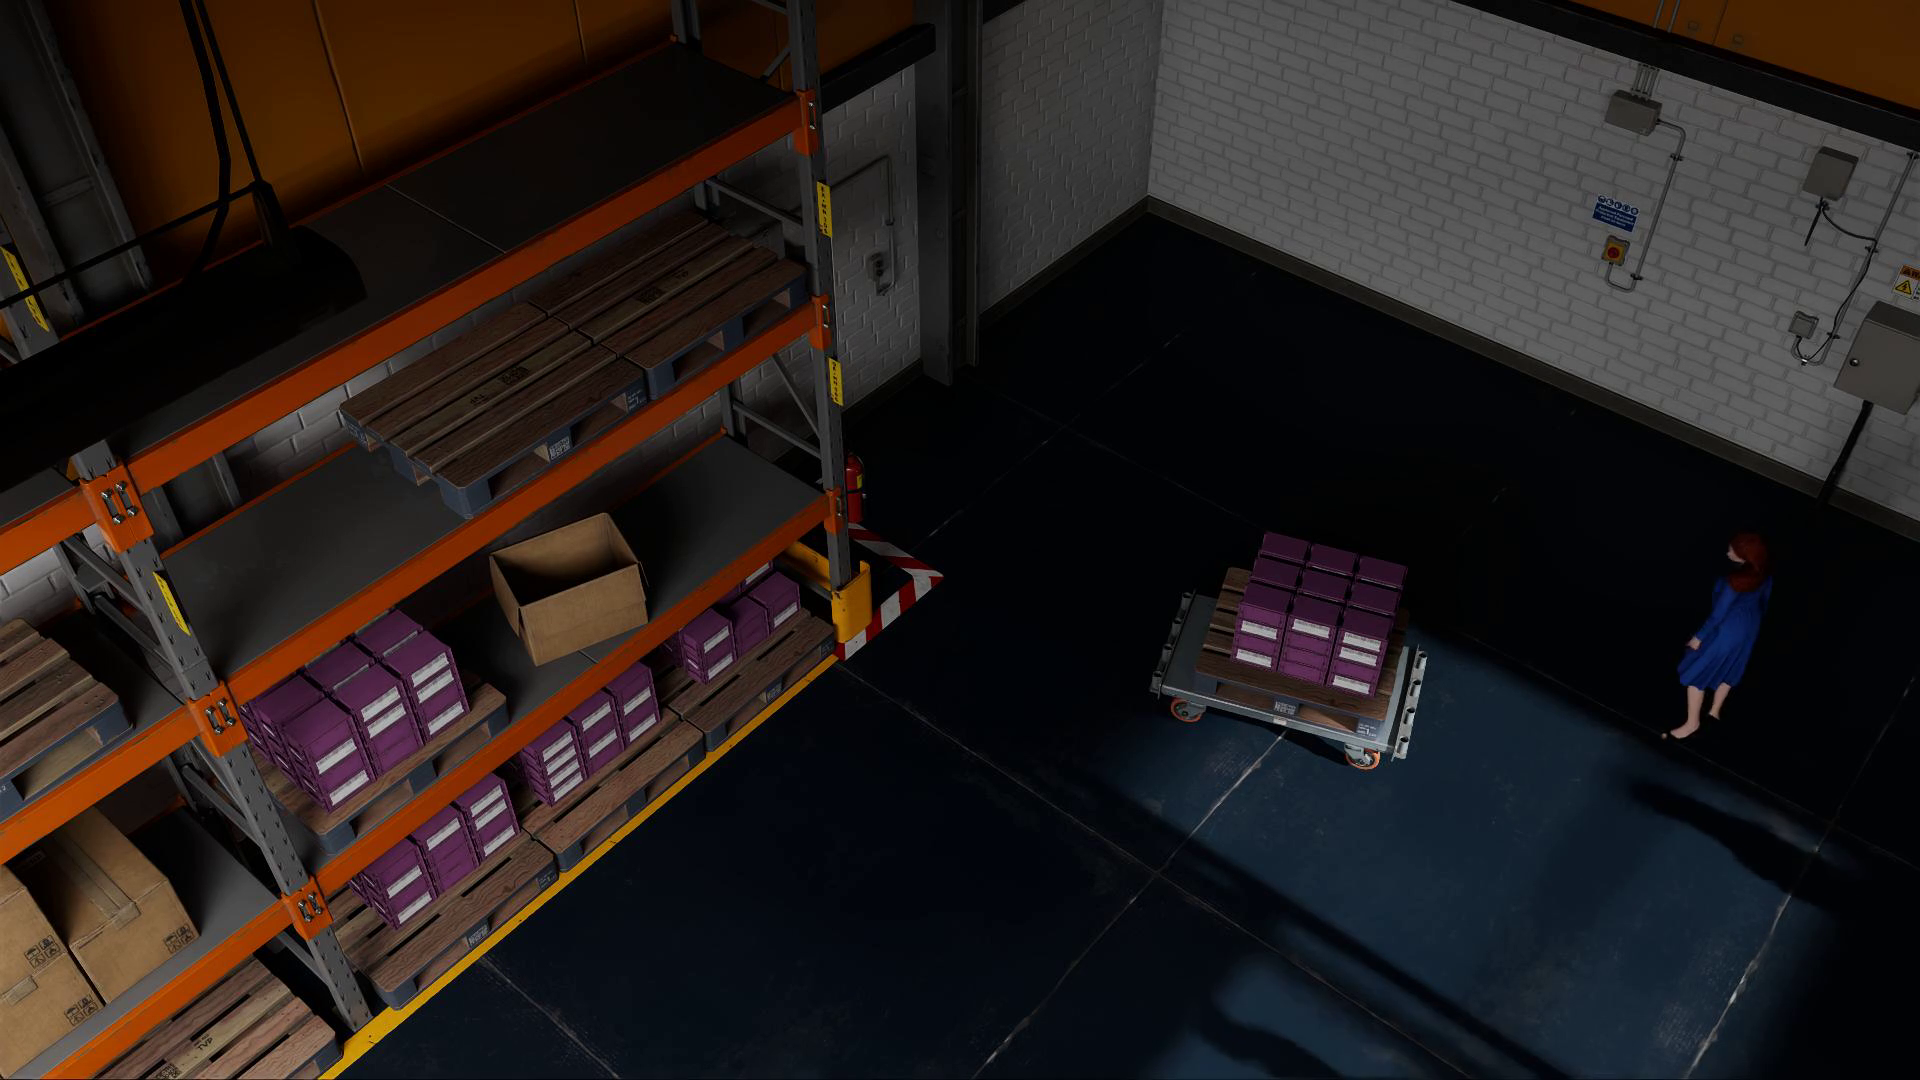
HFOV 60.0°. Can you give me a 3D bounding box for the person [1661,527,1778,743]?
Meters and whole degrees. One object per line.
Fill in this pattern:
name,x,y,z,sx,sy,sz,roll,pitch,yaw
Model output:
person,4.808,0.580,10.276,0.643,1.801,0.851,-14,45,-14
